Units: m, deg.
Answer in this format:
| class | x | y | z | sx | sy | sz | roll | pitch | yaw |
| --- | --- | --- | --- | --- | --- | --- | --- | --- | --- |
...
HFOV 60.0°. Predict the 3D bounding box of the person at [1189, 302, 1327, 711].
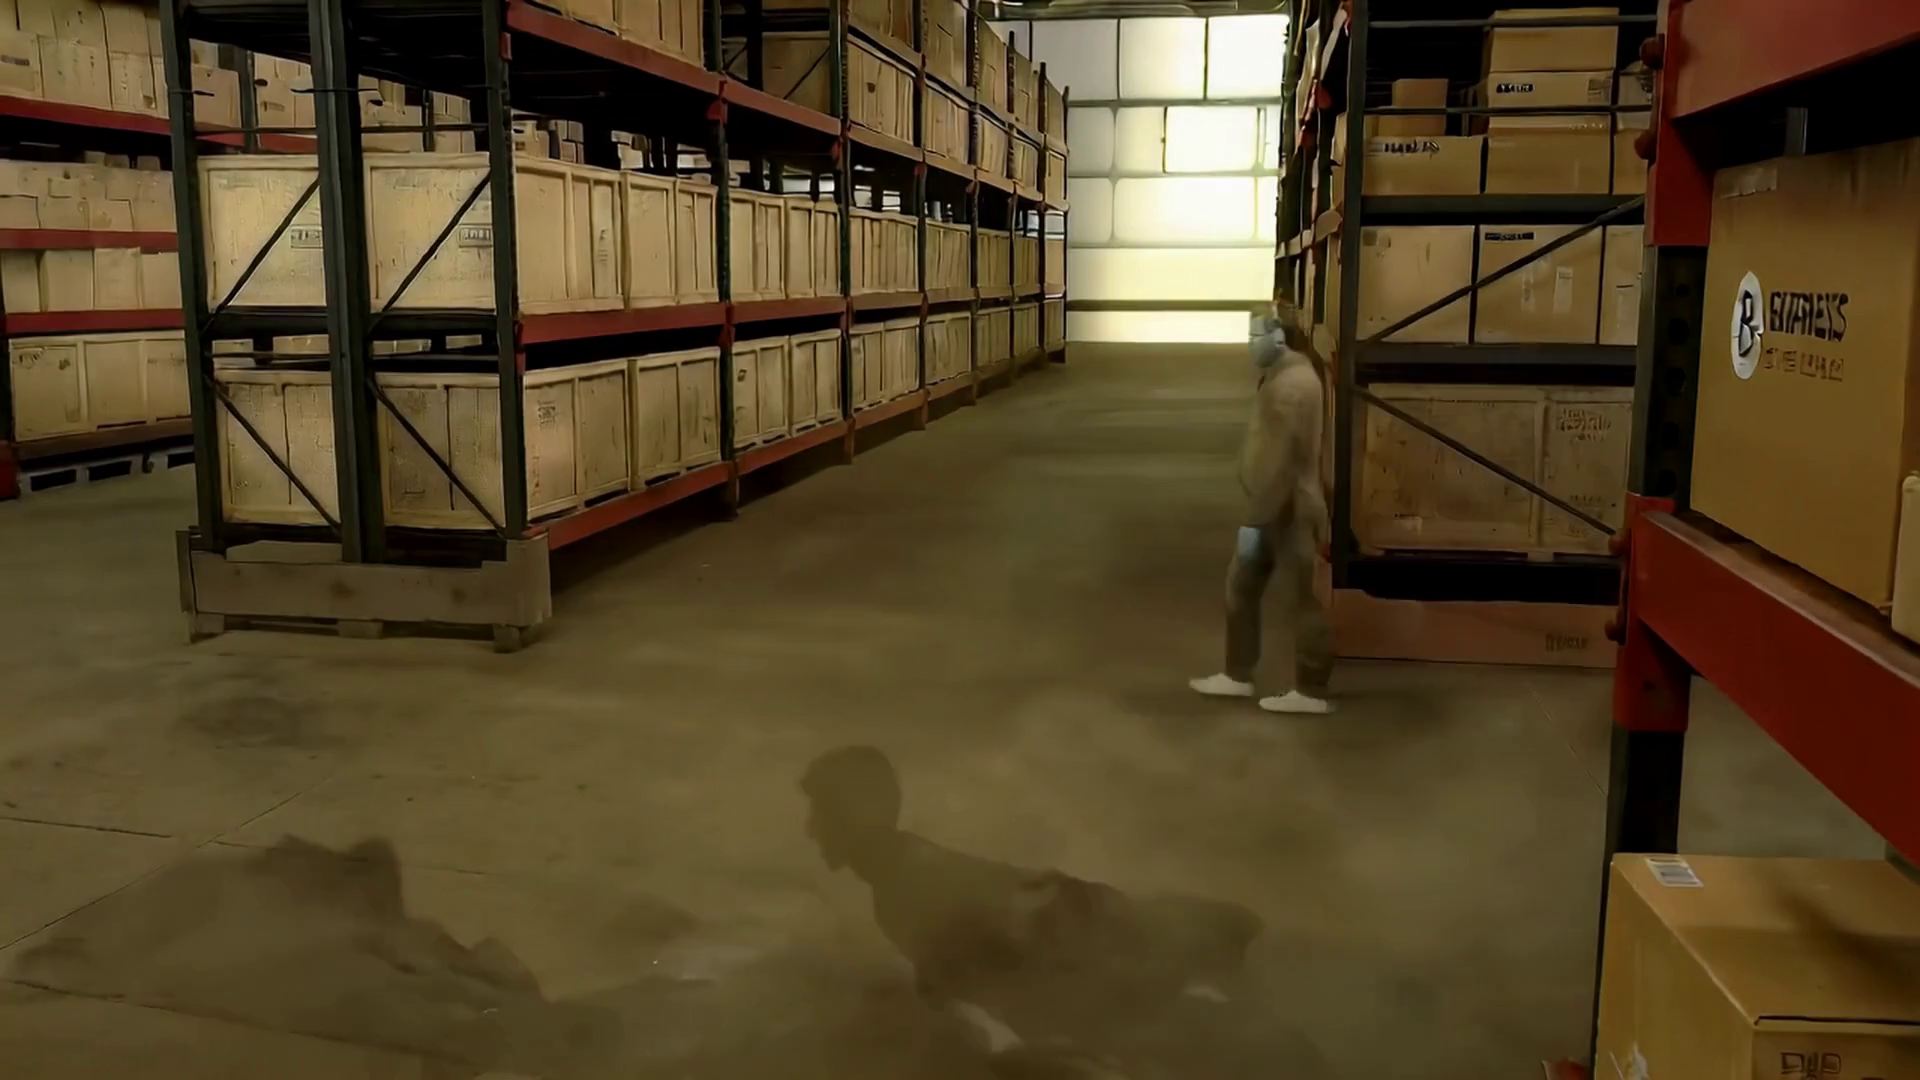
| class | x | y | z | sx | sy | sz | roll | pitch | yaw |
| --- | --- | --- | --- | --- | --- | --- | --- | --- | --- |
| person | 1.355 | -0.142 | 7.643 | 0.784 | 1.876 | 0.686 | 2 | 9 | 12 |
